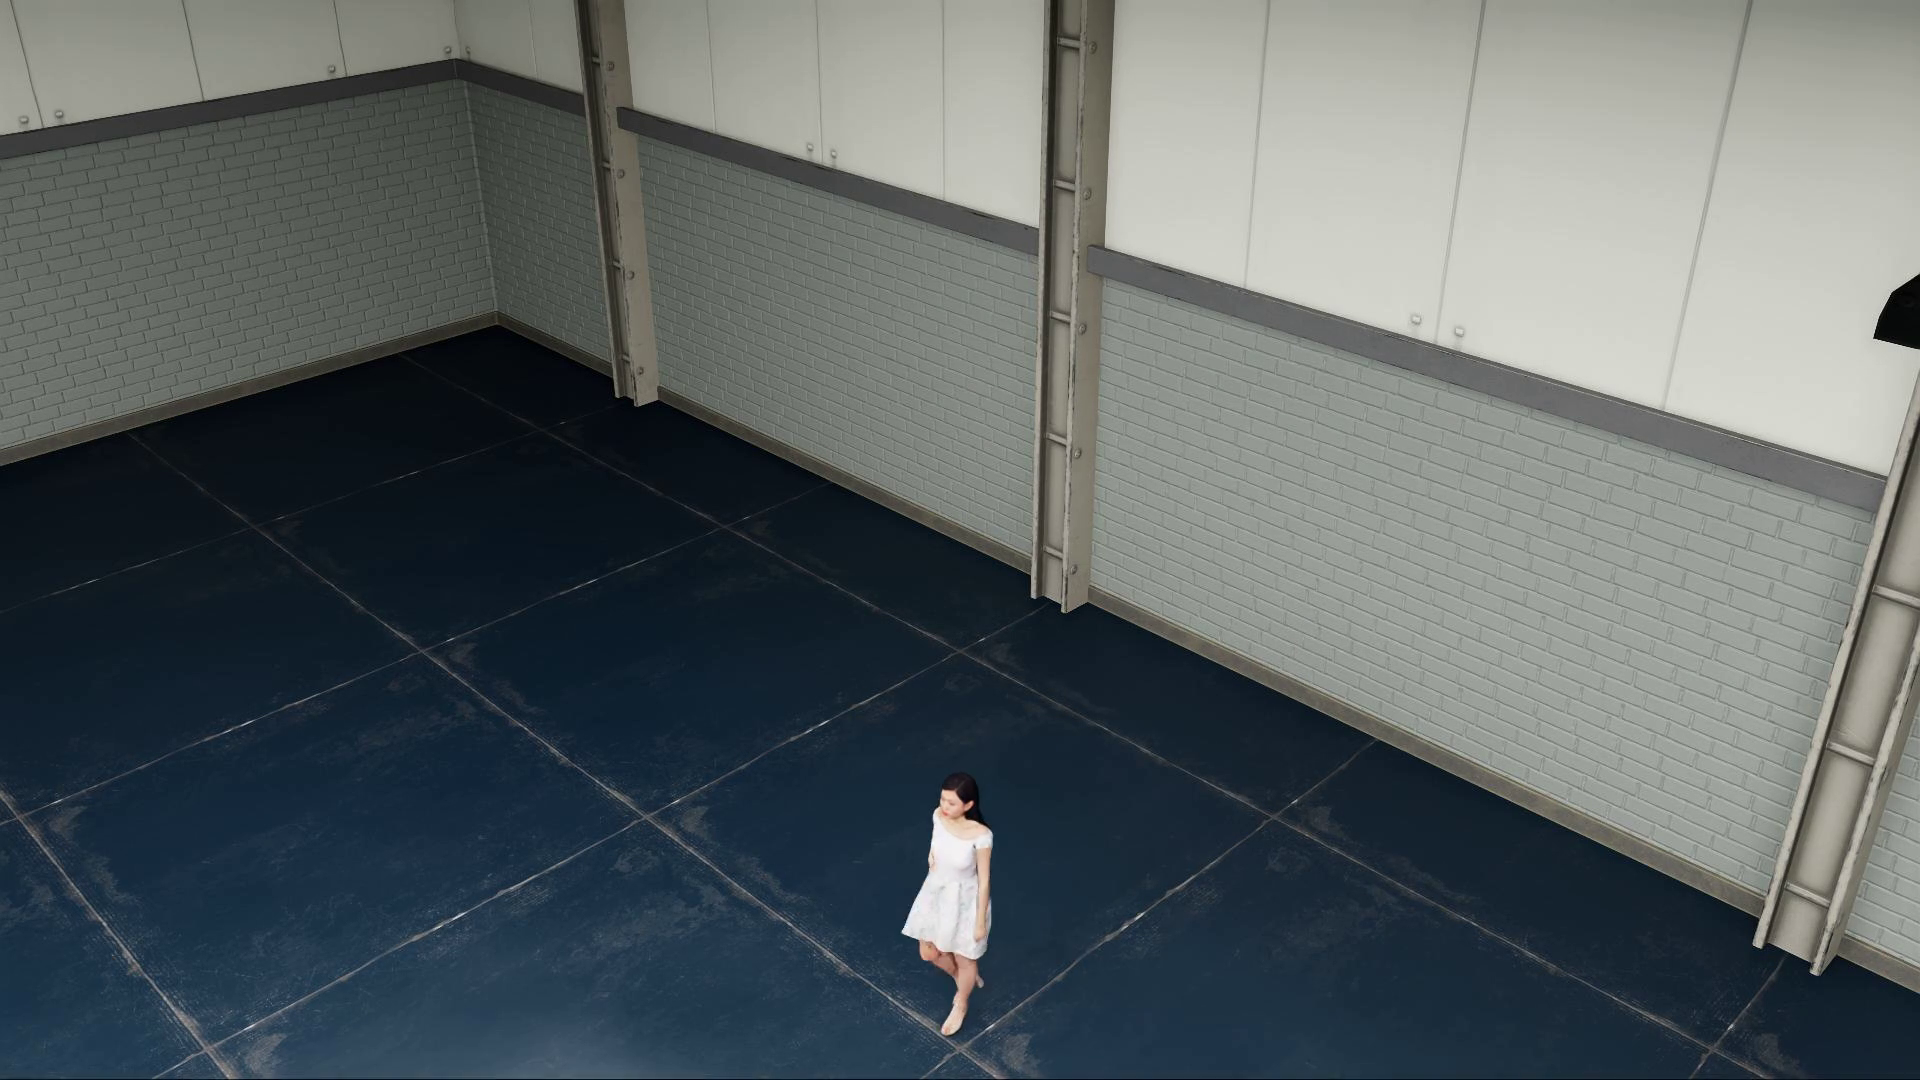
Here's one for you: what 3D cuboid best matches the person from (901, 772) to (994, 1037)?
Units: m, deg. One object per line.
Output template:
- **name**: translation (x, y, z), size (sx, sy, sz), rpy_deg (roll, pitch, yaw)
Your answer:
- **person**: translation (0.042, 1.976, 9.164), size (0.665, 1.767, 0.727), rpy_deg (22, 35, 35)
